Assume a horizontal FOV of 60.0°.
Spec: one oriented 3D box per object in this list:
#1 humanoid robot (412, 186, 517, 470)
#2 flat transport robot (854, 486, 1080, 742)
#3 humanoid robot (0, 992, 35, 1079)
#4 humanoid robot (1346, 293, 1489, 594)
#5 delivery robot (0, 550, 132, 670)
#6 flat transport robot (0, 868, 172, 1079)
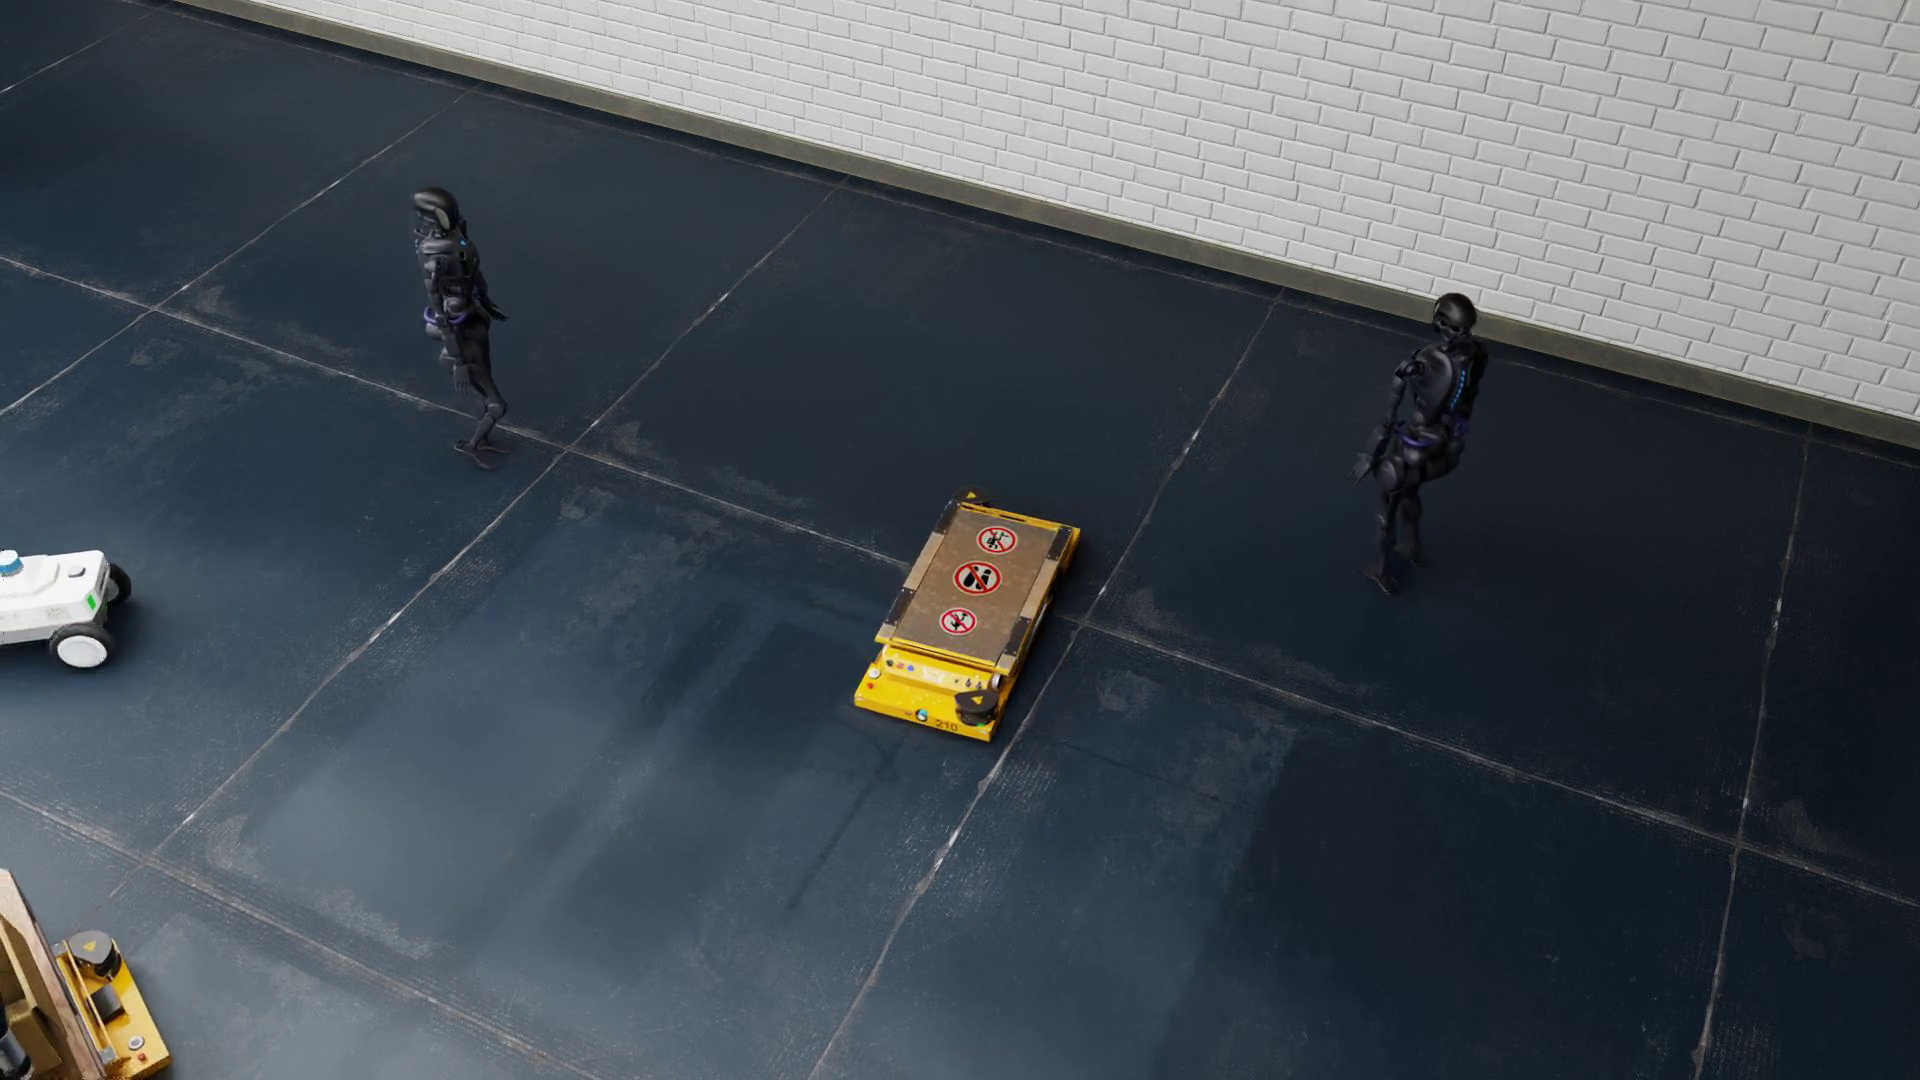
[{"bbox_3d":[-2.488,-1.071,8.379,0.352,1.649,0.609,2,43,2],"label":"humanoid robot"},{"bbox_3d":[0.064,0.315,7.915,0.659,0.231,1.431,13,44,14],"label":"flat transport robot"},{"bbox_3d":[-3.279,1.819,5.249,0.530,1.821,0.790,4,43,4],"label":"humanoid robot"},{"bbox_3d":[2.098,-0.424,7.675,0.605,1.655,0.330,-20,46,-20],"label":"humanoid robot"},{"bbox_3d":[-4.314,0.286,7.714,0.738,0.563,0.499,-8,43,-8],"label":"delivery robot"},{"bbox_3d":[-3.712,2.039,6.055,1.431,0.231,0.659,-28,50,-27],"label":"flat transport robot"}]
